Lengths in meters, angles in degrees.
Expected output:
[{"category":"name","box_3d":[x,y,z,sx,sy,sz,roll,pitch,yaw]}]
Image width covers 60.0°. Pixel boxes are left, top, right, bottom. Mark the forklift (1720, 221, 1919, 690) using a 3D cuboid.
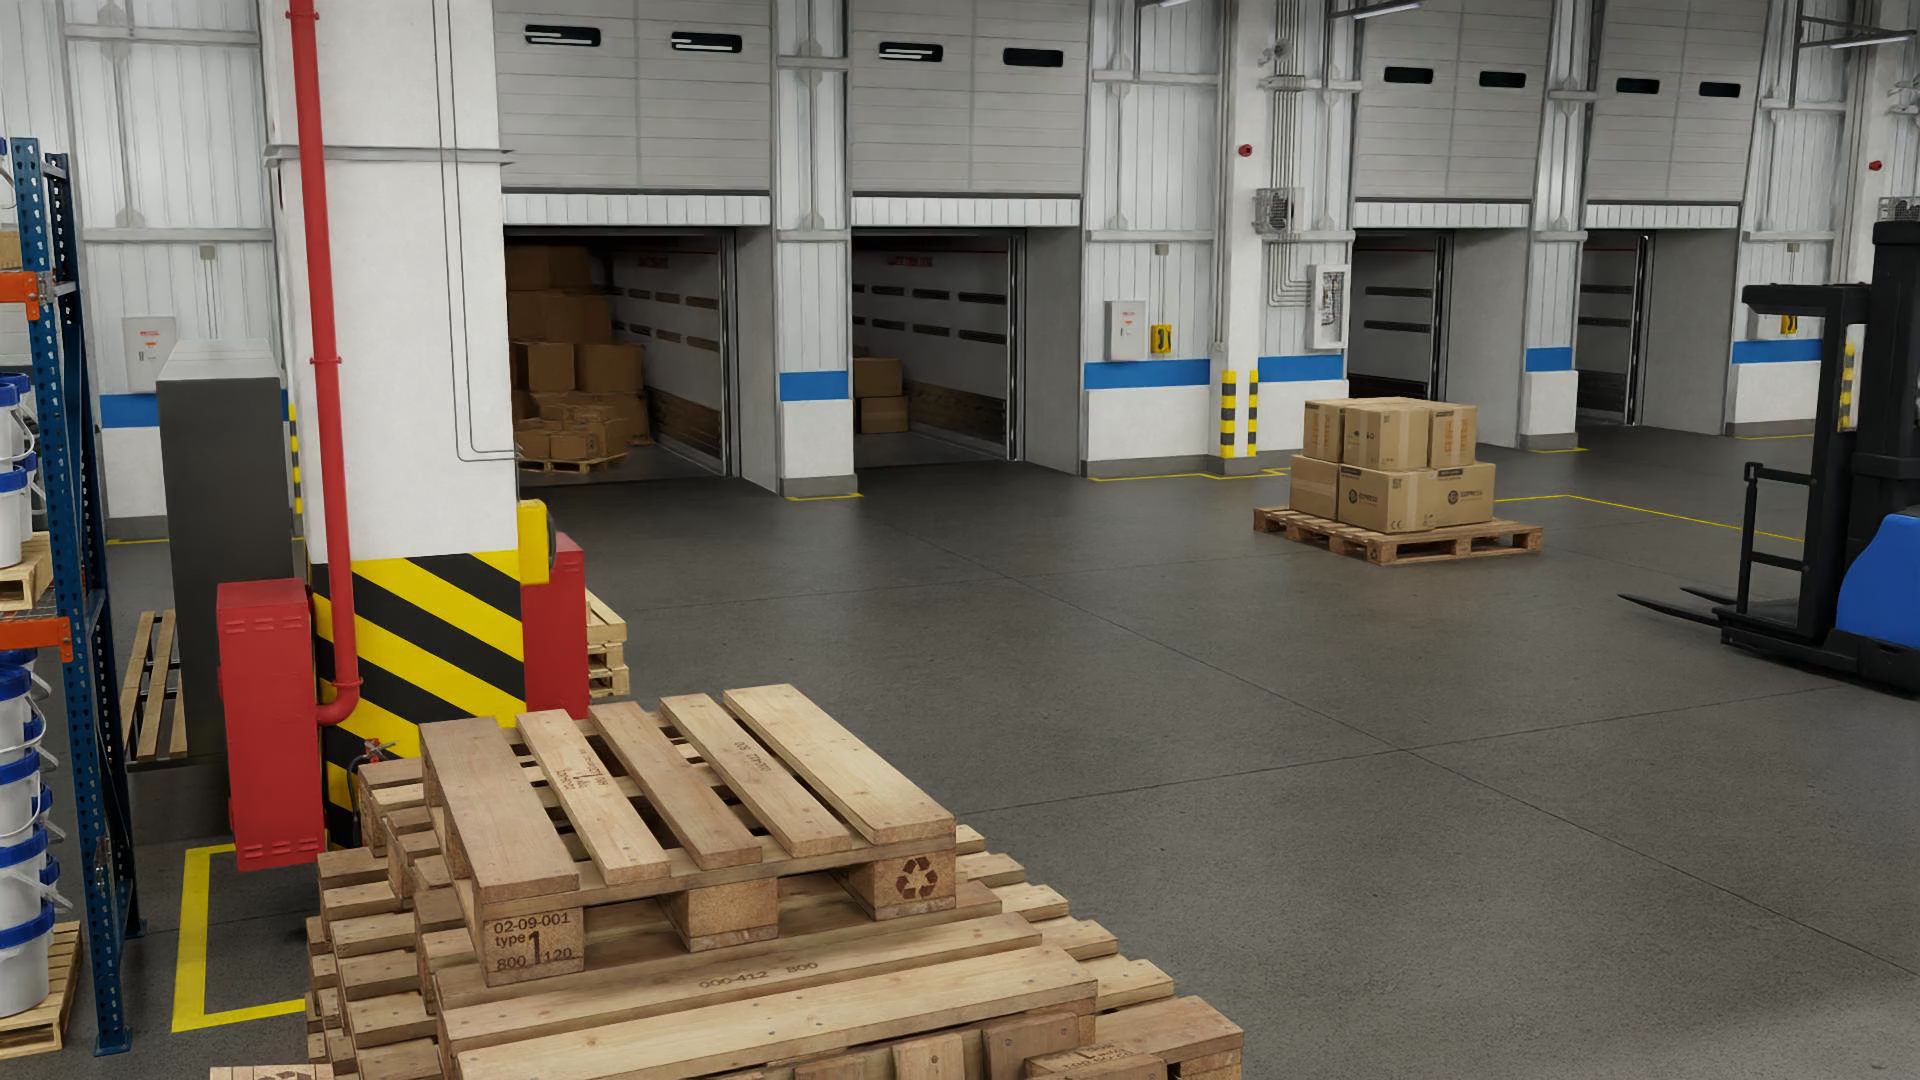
[{"category":"forklift","box_3d":[5.954,-0.550,10.217,1.129,2.768,1.873,-4,11,-23]}]
